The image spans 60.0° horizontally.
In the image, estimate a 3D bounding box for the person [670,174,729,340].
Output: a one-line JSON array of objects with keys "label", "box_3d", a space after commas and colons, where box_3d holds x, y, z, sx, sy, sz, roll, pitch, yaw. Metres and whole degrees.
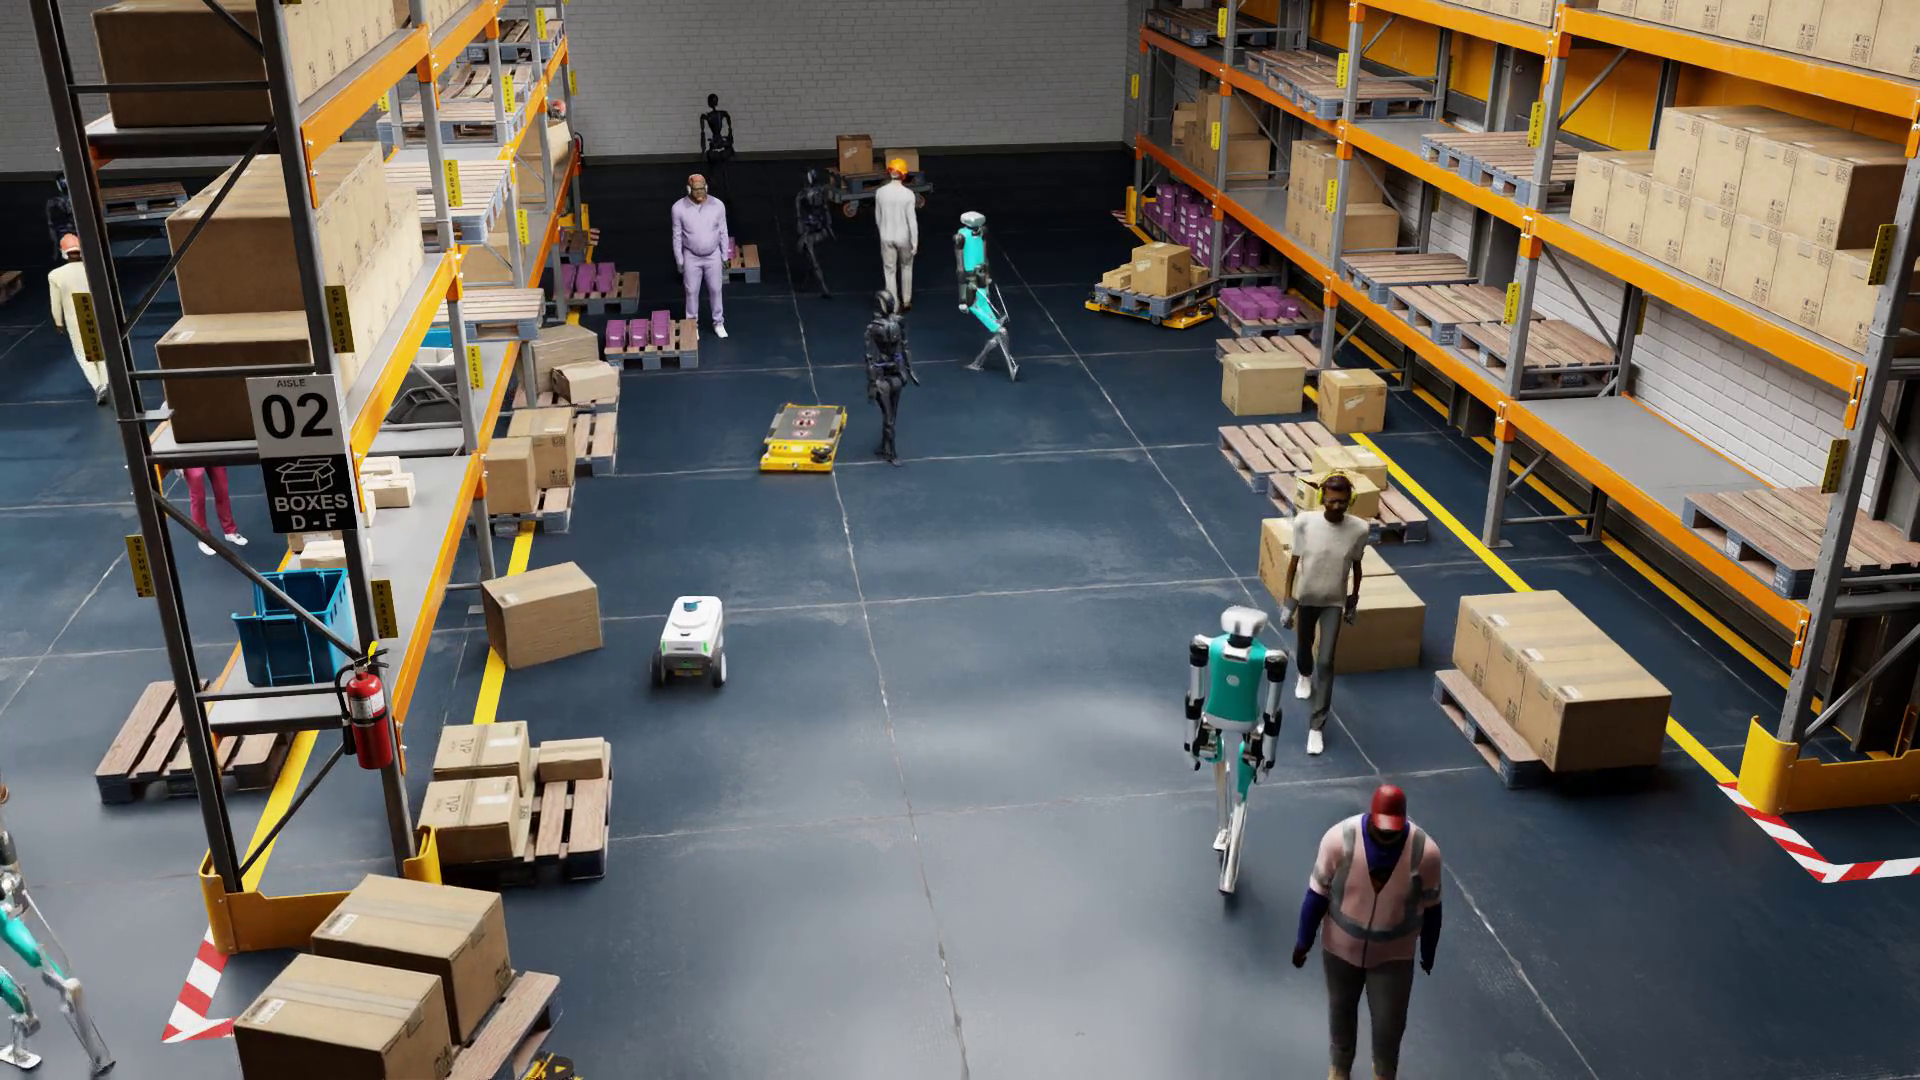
[{"label": "person", "box_3d": [-2.951, -3.235, 19.026, 0.645, 1.899, 0.401, -7, 25, -16]}]

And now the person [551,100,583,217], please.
[{"label": "person", "box_3d": [-5.935, -5.680, 24.820, 0.673, 1.707, 0.624, 16, 28, 32]}]

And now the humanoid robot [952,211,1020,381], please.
[{"label": "humanoid robot", "box_3d": [0.395, -2.575, 17.744, 0.928, 1.778, 0.550, 16, 28, 32]}]

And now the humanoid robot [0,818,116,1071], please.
[{"label": "humanoid robot", "box_3d": [-4.394, 1.847, 7.777, 0.756, 1.879, 0.530, 7, 25, 15]}]

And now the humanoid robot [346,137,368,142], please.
[{"label": "humanoid robot", "box_3d": [-7.855, -4.239, 21.644, 0.541, 1.893, 0.771, 8, 25, 17]}]

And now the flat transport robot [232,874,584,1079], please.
[{"label": "flat transport robot", "box_3d": [-2.556, 2.601, 7.752, 1.431, 0.231, 0.659, 5, 24, 12]}]

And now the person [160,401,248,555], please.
[{"label": "person", "box_3d": [-6.165, -0.671, 13.519, 0.287, 1.623, 0.507, 16, 28, 32]}]

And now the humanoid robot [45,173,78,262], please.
[{"label": "humanoid robot", "box_3d": [-10.852, -3.681, 20.389, 0.752, 1.646, 0.611, 21, 31, 39]}]

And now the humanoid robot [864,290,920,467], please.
[{"label": "humanoid robot", "box_3d": [-0.638, -1.516, 15.387, 0.526, 1.650, 0.607, 20, 31, 38]}]

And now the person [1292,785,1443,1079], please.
[{"label": "person", "box_3d": [1.855, 1.863, 7.612, 0.631, 1.741, 0.457, 8, 25, 17]}]

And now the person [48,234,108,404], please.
[{"label": "person", "box_3d": [-8.938, -2.261, 17.014, 0.745, 1.727, 0.560, 22, 32, 40]}]

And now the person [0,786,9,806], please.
[{"label": "person", "box_3d": [-6.131, 0.761, 9.801, 0.611, 1.994, 0.379, -2, 24, -4]}]

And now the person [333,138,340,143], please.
[{"label": "person", "box_3d": [-9.519, -5.828, 25.074, 0.987, 1.780, 0.635, 0, 24, 1]}]

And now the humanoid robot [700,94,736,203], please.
[{"label": "humanoid robot", "box_3d": [-3.778, -6.078, 25.787, 0.609, 1.637, 0.638, -17, 29, -34]}]

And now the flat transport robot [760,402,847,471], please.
[{"label": "flat transport robot", "box_3d": [-1.483, -0.996, 15.946, 0.659, 0.231, 1.431, 1, 24, 2]}]

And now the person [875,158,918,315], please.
[{"label": "person", "box_3d": [-0.749, -3.653, 20.018, 0.542, 1.860, 0.732, 3, 24, 7]}]

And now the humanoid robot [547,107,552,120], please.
[{"label": "humanoid robot", "box_3d": [-6.716, -6.482, 26.720, 0.615, 1.638, 0.650, 4, 24, 10]}]

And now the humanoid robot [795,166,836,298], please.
[{"label": "humanoid robot", "box_3d": [-1.784, -3.850, 20.736, 0.762, 1.622, 0.603, 20, 30, 37]}]

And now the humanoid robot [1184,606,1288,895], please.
[{"label": "humanoid robot", "box_3d": [1.552, 1.101, 9.330, 0.549, 1.731, 0.993, 8, 25, 18]}]

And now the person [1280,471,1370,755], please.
[{"label": "person", "box_3d": [2.373, 0.377, 10.889, 0.507, 1.825, 0.999, 6, 24, 13]}]

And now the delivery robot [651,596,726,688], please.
[{"label": "delivery robot", "box_3d": [-1.890, 0.699, 11.733, 0.499, 0.596, 0.775, 0, 24, 0]}]

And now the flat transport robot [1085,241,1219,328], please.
[{"label": "flat transport robot", "box_3d": [2.284, -2.827, 20.118, 1.431, 0.231, 0.659, 19, 30, 36]}]
